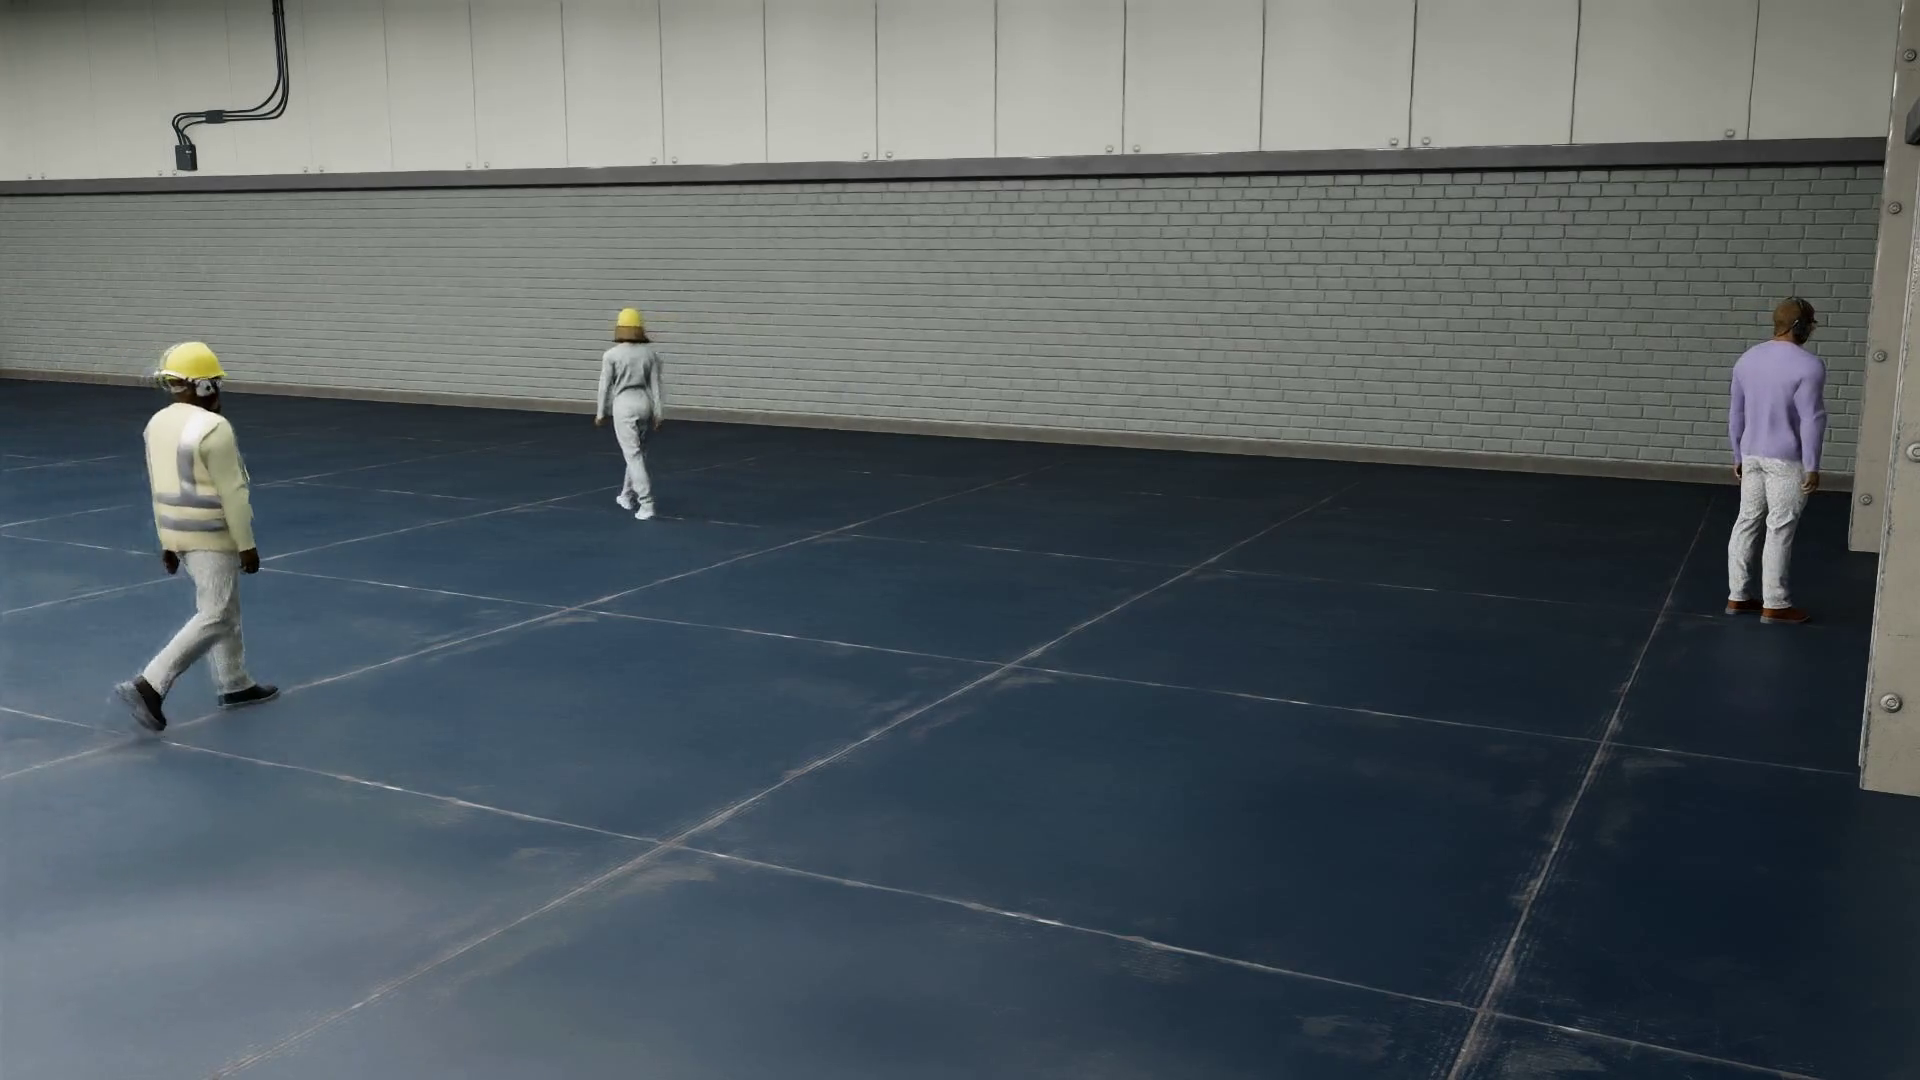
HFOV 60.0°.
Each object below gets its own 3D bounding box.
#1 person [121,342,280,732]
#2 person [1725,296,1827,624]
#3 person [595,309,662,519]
[{"bbox_3d":[-3.605,-0.019,7.797,0.598,1.806,0.769,8,13,38],"label":"person"},{"bbox_3d":[4.858,-0.474,9.908,0.352,1.937,0.635,-4,11,-19],"label":"person"},{"bbox_3d":[-2.701,-1.043,13.661,0.499,1.696,0.894,-8,13,-36],"label":"person"}]
